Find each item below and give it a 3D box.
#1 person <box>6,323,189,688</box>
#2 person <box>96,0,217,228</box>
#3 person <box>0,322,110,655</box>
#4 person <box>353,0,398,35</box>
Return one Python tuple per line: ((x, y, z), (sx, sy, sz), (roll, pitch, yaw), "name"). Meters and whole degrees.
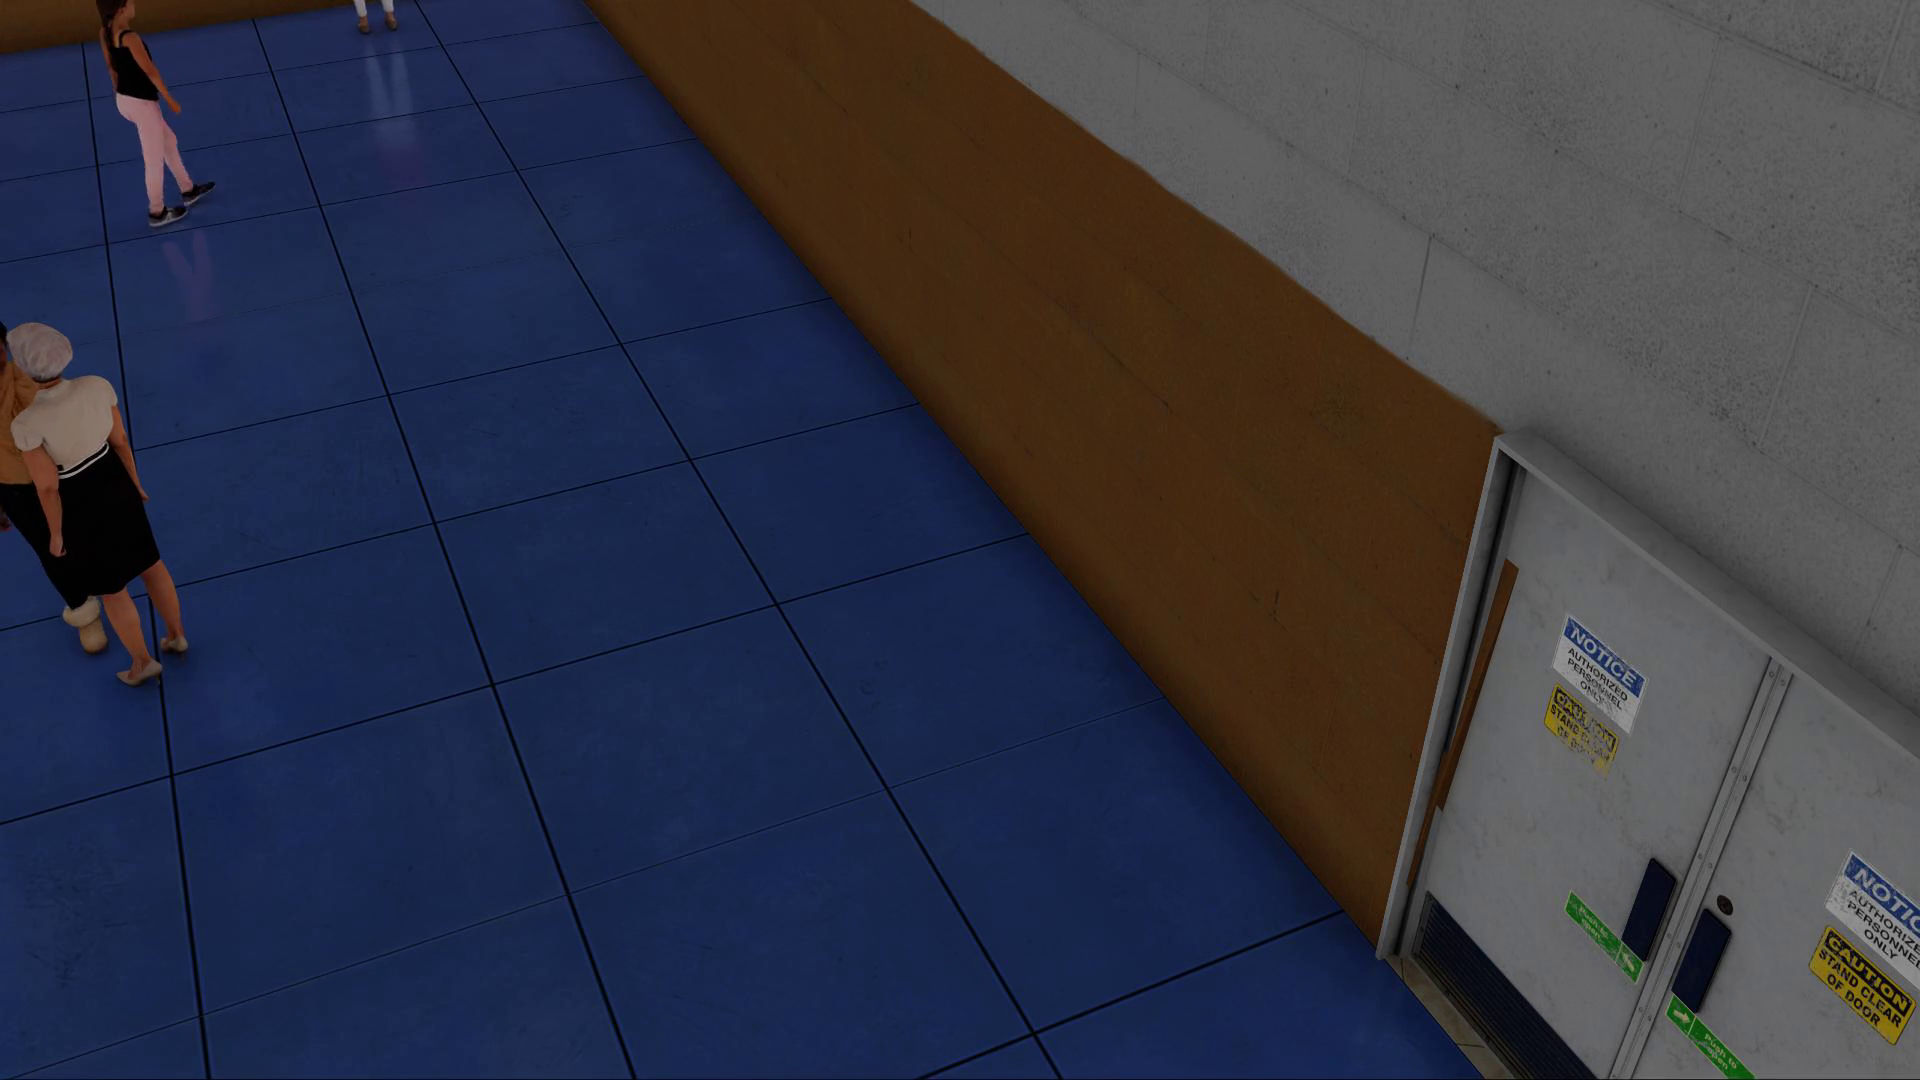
((-3.579, -0.120, 6.918), (0.761, 1.756, 0.675), (17, 40, 21), "person")
((-5.260, -2.728, 10.572), (0.765, 1.542, 0.894), (24, 43, 28), "person")
((-4.015, -0.280, 7.218), (0.691, 1.651, 0.694), (-21, 42, -25), "person")
((-4.881, -4.955, 13.412), (0.471, 1.694, 0.609), (-13, 39, -17), "person")
